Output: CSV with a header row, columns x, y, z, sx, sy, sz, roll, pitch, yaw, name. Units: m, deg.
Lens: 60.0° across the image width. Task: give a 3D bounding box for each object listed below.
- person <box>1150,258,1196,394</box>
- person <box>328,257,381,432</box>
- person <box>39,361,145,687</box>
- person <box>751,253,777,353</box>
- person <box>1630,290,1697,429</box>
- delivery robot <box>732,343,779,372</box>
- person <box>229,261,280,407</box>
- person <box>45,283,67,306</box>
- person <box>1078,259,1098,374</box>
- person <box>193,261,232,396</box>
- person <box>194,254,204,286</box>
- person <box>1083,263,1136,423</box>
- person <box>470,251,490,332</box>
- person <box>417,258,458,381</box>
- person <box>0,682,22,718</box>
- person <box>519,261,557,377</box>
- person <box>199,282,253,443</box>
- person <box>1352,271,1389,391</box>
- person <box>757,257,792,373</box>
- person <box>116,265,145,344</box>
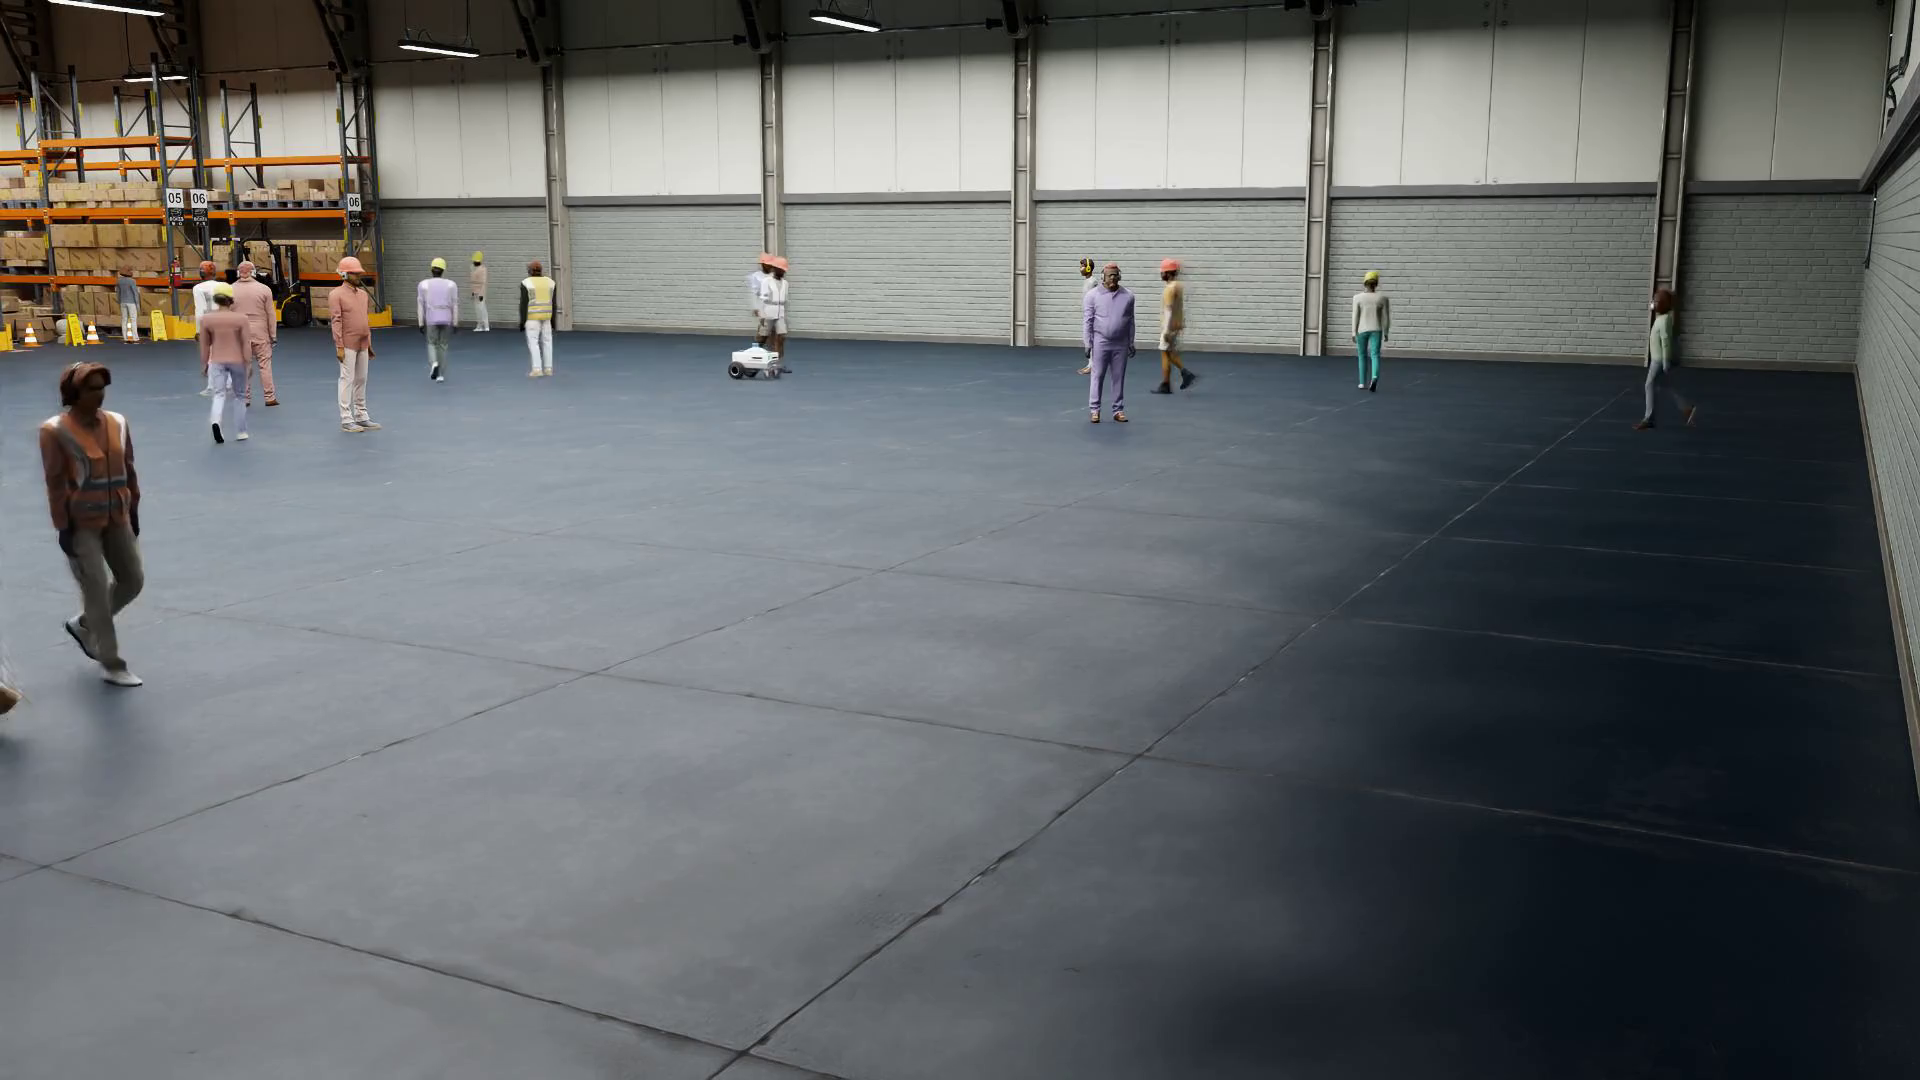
x,y,z,sx,sy,sz,roll,pitch,yaw,name
2.995,-3.013,23.482,0.524,1.927,0.560,4,11,21,person
-6.952,-2.239,19.072,0.376,1.997,0.612,3,11,17,person
-4.355,-0.084,8.343,0.575,1.626,0.536,4,11,22,person
-3.515,-4.245,30.249,0.553,1.910,0.653,-5,12,-27,person
8.167,-2.074,19.196,0.632,1.618,0.495,4,11,20,person
-3.191,-2.832,25.985,0.707,0.478,0.477,4,11,23,delivery robot
-9.291,-2.697,21.834,0.639,1.903,0.409,-2,11,-11,person
-22.789,-6.407,41.884,0.836,1.974,0.623,7,12,32,person
2.093,-3.630,27.037,0.311,1.863,0.509,-1,10,-3,person
-10.489,-2.963,23.337,0.355,1.883,0.574,4,11,23,person
-17.398,-5.684,38.226,1.092,1.872,0.629,4,11,22,person
1.807,-2.360,19.979,0.655,1.906,0.407,-2,11,-12,person
-11.195,-5.758,38.623,0.380,1.876,0.709,-9,14,-40,person
-7.989,-3.367,25.495,0.597,1.900,0.480,-5,11,-23,person
-4.701,0.000,7.401,0.914,1.807,0.621,-2,11,-8,person
-6.718,-3.509,26.488,0.659,1.836,0.463,-10,15,-44,person
-7.934,-1.909,17.974,0.527,1.744,0.746,-2,11,-11,person
5.938,-3.021,24.056,0.533,1.739,0.800,2,11,8,person
-3.118,-3.689,27.283,0.610,1.894,0.903,-9,14,-41,person
-17.178,-4.864,34.375,0.498,1.634,0.280,3,11,16,person
